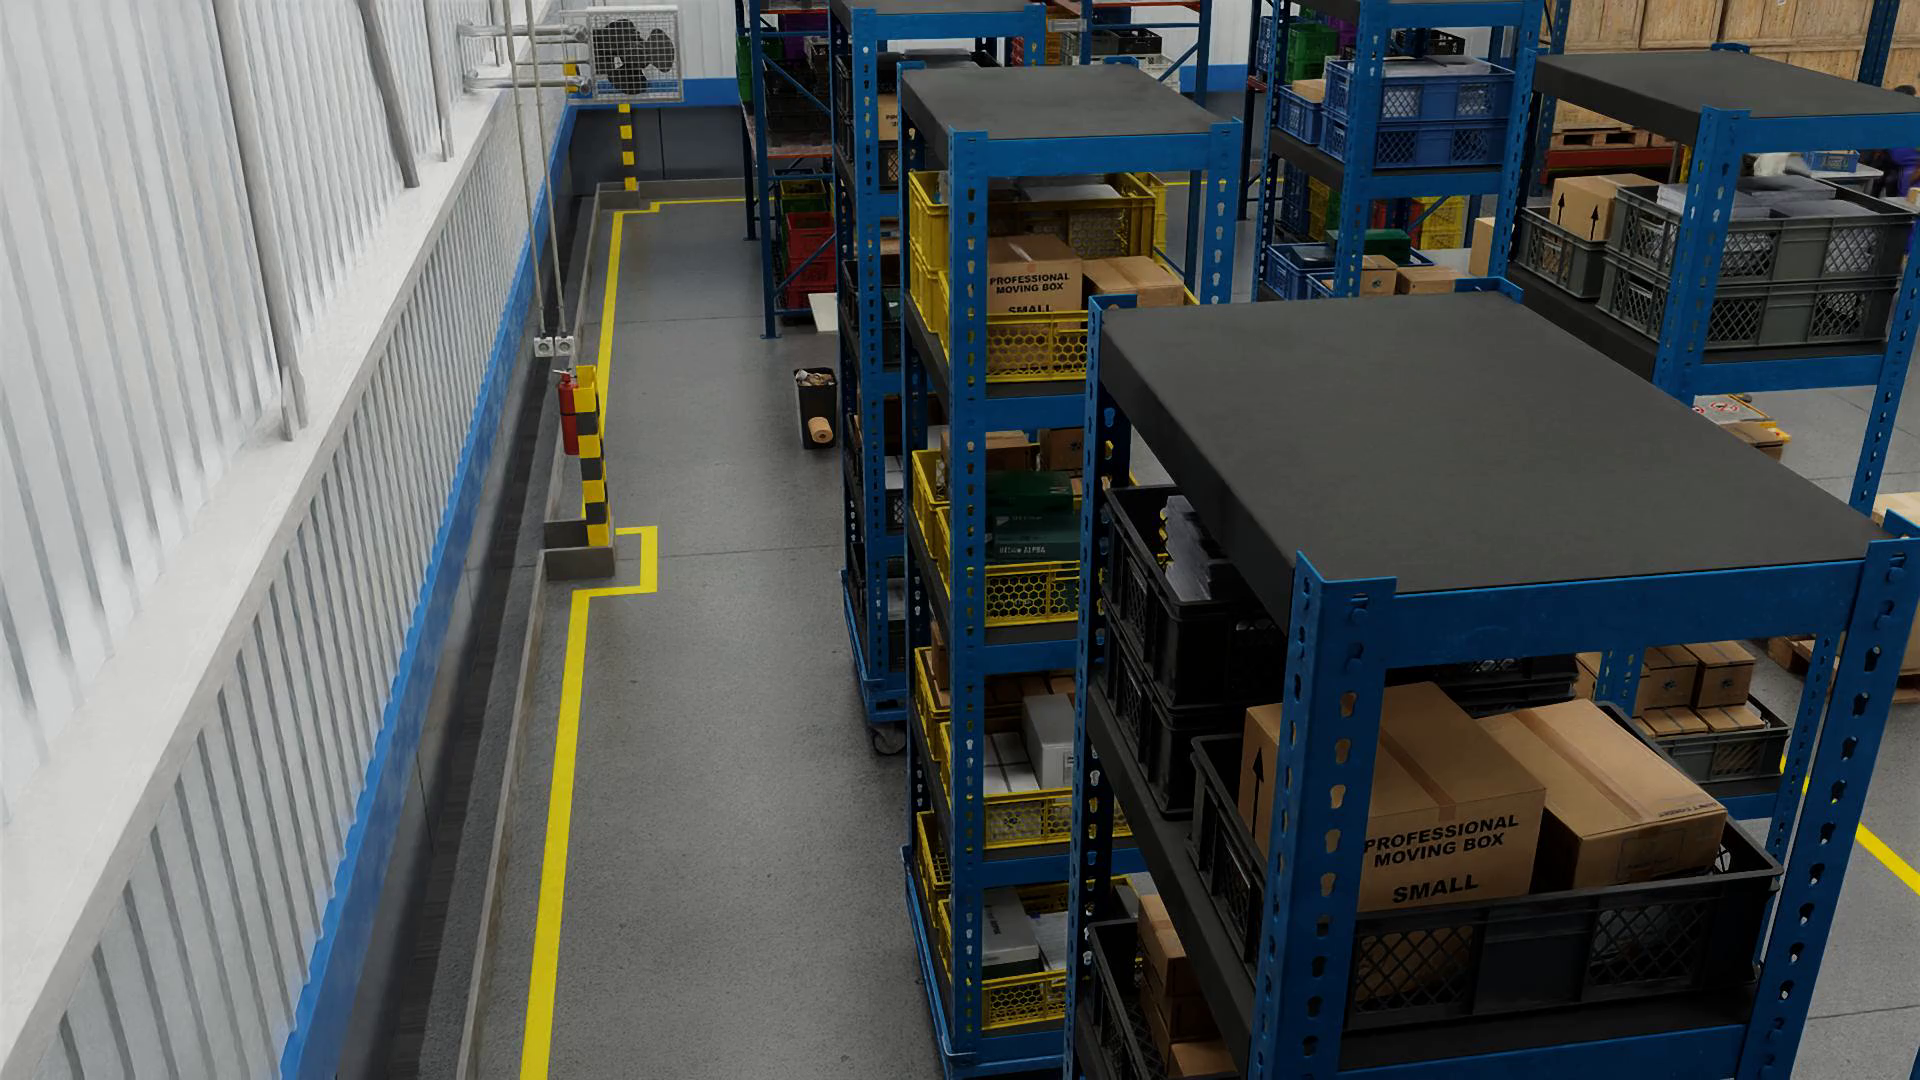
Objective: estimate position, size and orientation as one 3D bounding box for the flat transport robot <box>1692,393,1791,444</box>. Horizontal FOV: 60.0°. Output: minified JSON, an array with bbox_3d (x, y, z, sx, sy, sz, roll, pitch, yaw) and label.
[{"bbox_3d":[5.224,-0.859,12.132,1.431,0.197,0.652,-4,25,-8],"label":"flat transport robot"}]

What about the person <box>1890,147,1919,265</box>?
[{"bbox_3d":[9.415,-3.751,16.334,0.535,2.000,0.719,14,28,27],"label":"person"}]

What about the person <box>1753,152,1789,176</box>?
[{"bbox_3d":[7.306,-3.057,15.177,0.361,1.746,0.543,20,31,37],"label":"person"}]

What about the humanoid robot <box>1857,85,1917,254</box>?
[{"bbox_3d":[9.321,-3.725,16.712,0.329,1.665,0.598,-8,26,-17],"label":"humanoid robot"}]
